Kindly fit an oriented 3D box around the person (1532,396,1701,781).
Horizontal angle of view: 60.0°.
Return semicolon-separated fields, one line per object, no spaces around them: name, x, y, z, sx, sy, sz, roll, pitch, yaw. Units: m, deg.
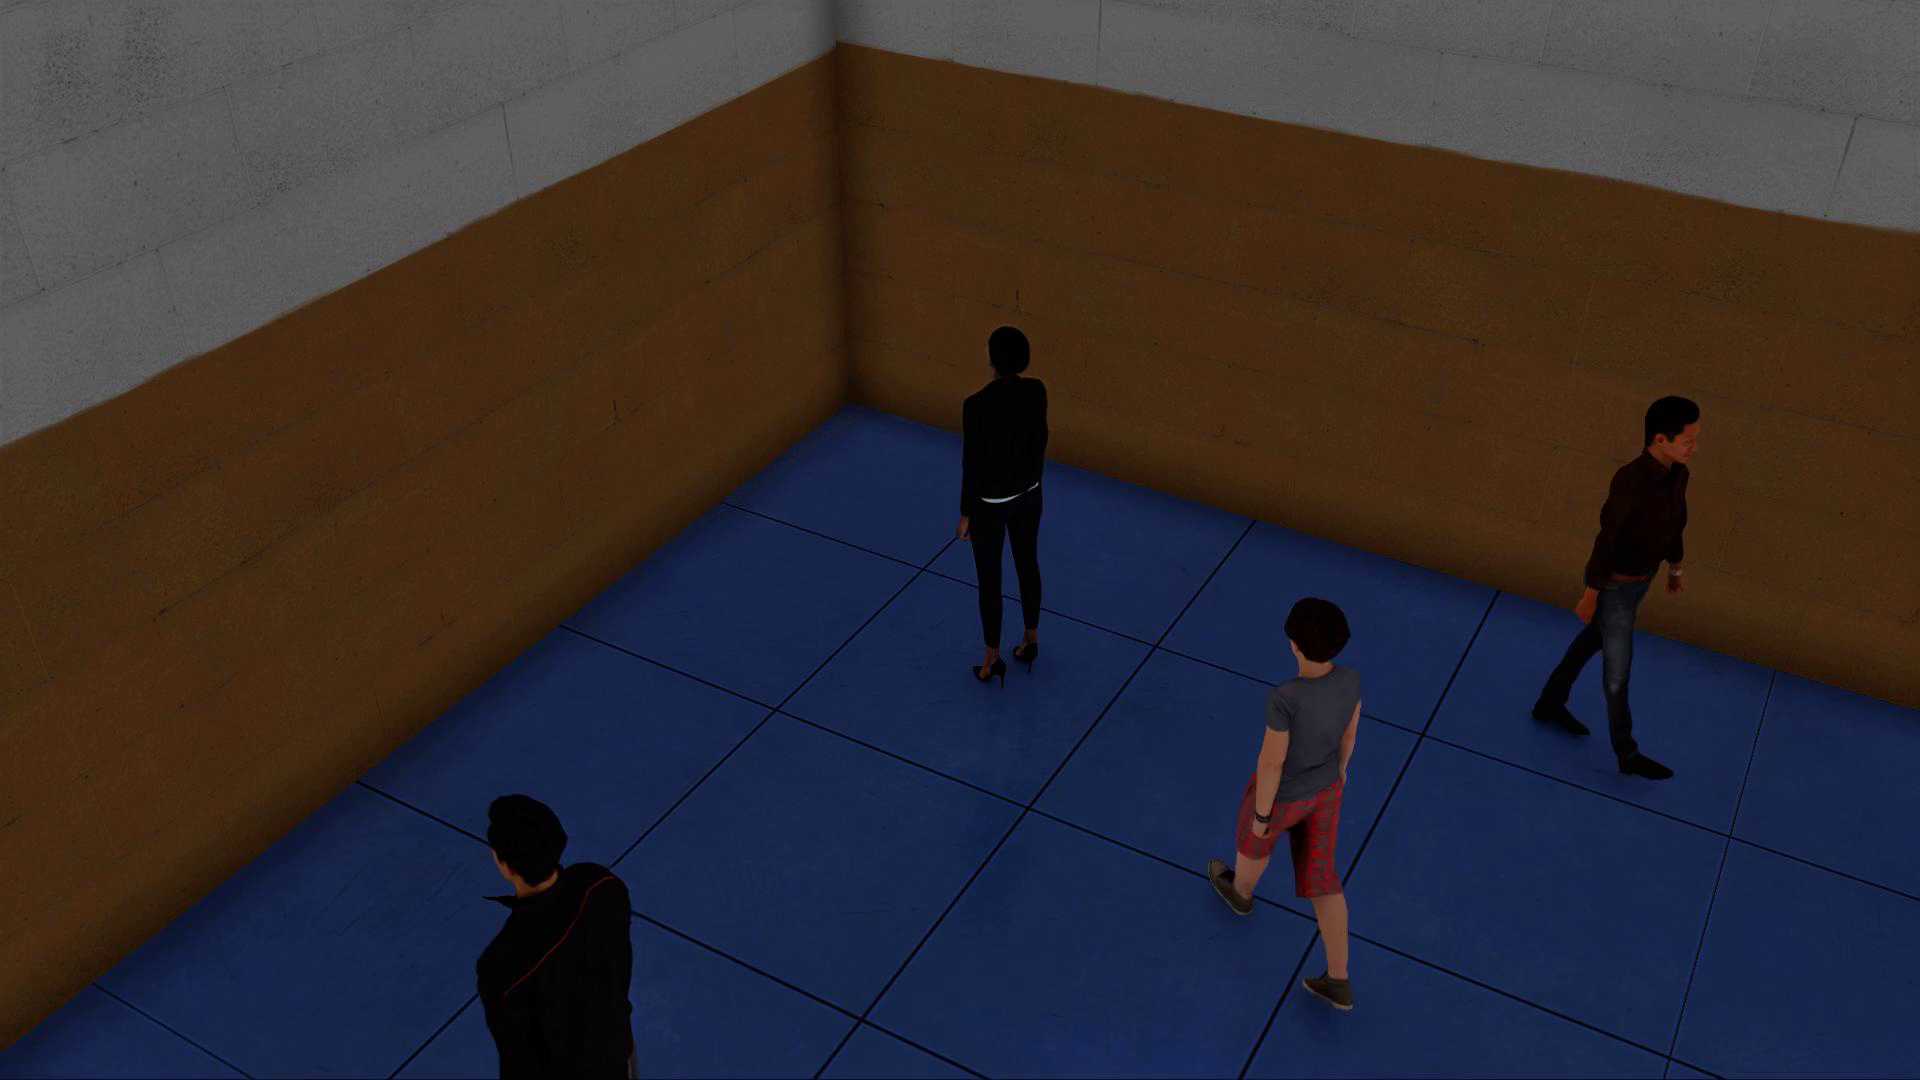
person;2.773;0.148;7.150;0.966;1.752;0.901;-27;42;-34

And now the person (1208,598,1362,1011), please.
person;1.270;0.979;6.011;1.135;1.618;1.129;-12;35;-17

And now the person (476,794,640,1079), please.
person;-1.138;1.520;4.915;0.769;1.944;0.537;16;37;22

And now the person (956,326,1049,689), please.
person;0.203;-0.133;7.499;0.626;1.834;0.737;-17;37;-24
